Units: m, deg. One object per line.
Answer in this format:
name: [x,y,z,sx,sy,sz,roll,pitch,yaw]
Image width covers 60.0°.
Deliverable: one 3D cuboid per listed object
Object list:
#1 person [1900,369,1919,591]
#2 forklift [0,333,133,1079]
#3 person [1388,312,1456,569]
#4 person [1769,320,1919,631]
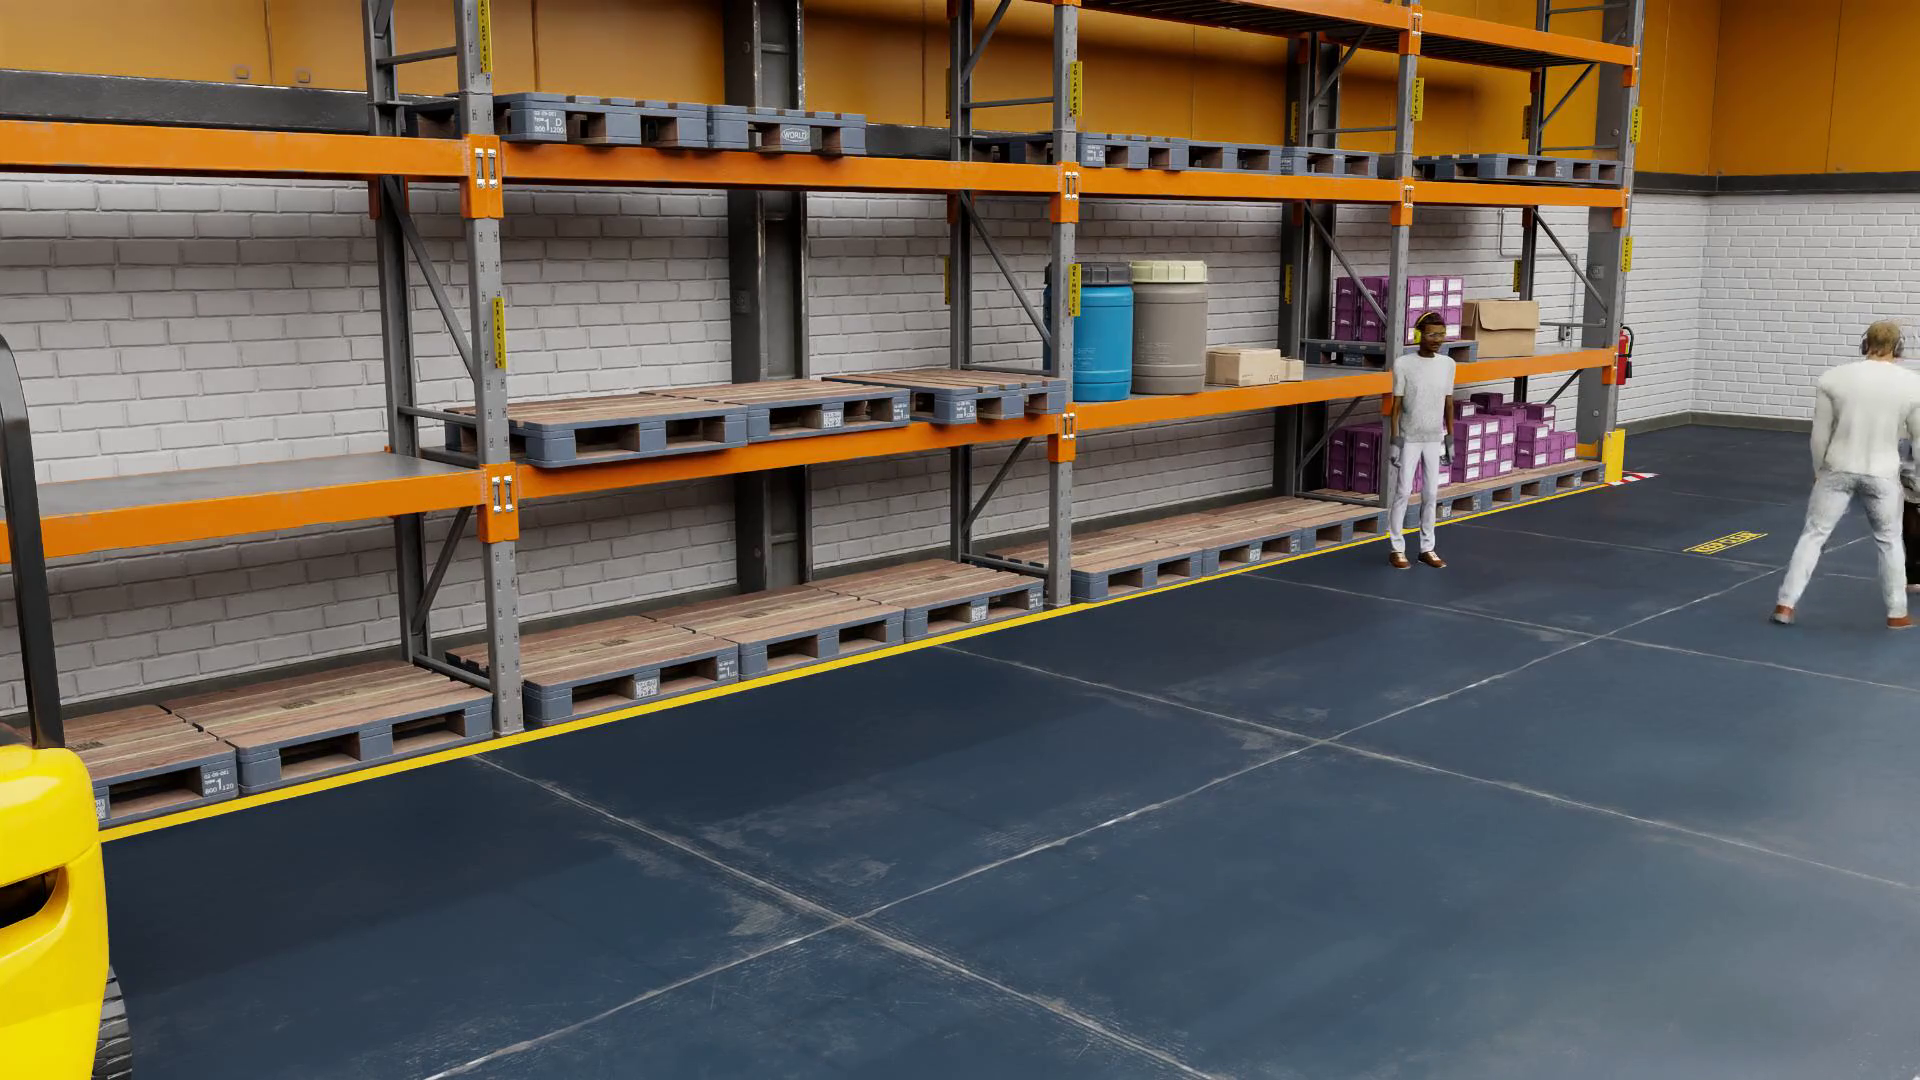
person: [6.519,-0.558,10.998,0.664,1.922,0.804,-1,10,-3]
forklift: [-3.289,0.485,4.582,1.214,2.155,2.313,-10,14,-44]
person: [3.339,-0.712,12.027,0.513,1.861,0.327,-2,11,-12]
person: [5.501,-0.384,10.160,0.743,1.906,0.524,5,12,27]
